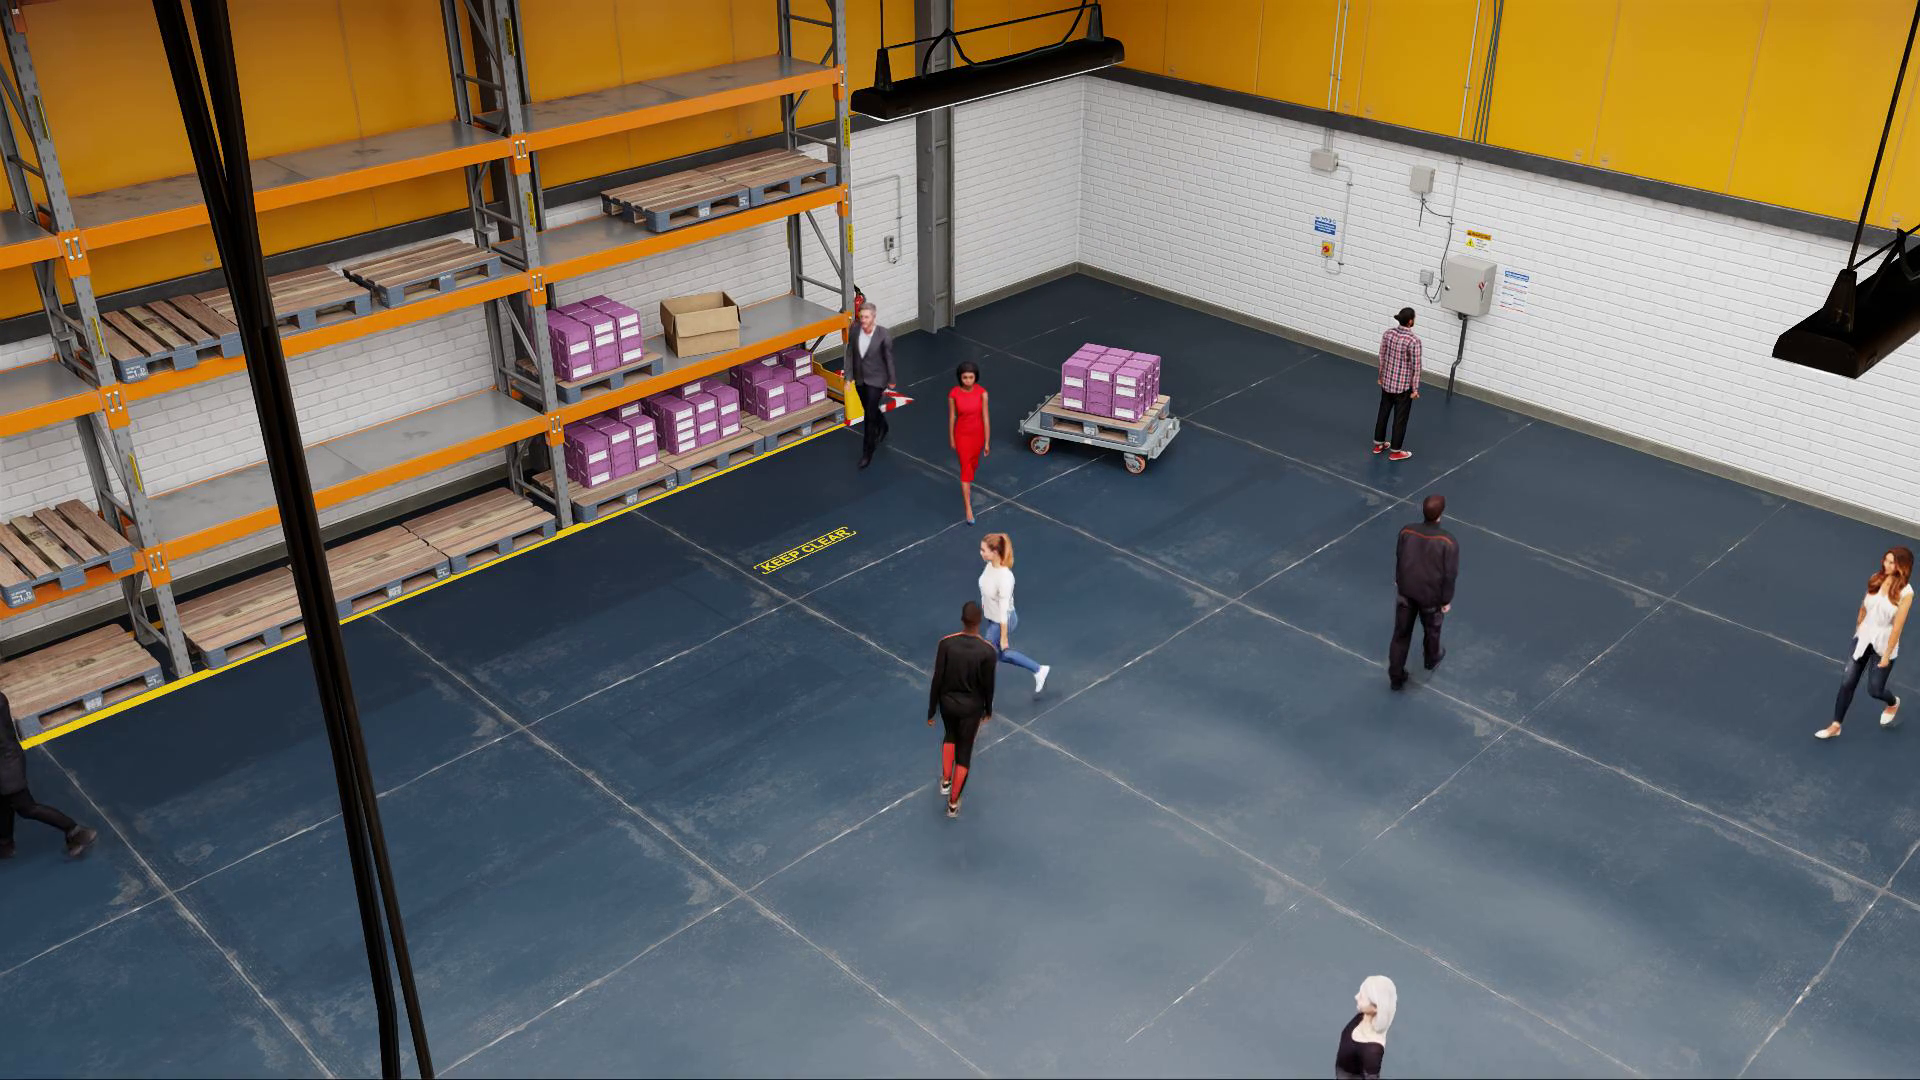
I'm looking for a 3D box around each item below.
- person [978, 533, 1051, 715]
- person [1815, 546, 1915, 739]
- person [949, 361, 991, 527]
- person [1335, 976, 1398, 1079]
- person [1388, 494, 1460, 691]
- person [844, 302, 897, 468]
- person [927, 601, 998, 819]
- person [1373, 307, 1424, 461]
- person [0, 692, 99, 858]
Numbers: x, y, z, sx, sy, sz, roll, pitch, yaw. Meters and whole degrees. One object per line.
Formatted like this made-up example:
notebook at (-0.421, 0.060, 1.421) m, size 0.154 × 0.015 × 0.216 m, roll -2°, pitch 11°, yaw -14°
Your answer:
person at (0.428, 0.698, 14.039) m, size 1.135 × 1.701 × 0.992 m, roll -7°, pitch 29°, yaw -13°
person at (7.589, 0.860, 13.670) m, size 1.086 × 1.769 × 0.829 m, roll -11°, pitch 31°, yaw -20°
person at (0.092, -1.074, 17.285) m, size 1.090 × 1.702 × 1.024 m, roll -5°, pitch 29°, yaw -10°
person at (2.309, 3.176, 9.376) m, size 0.932 × 1.815 × 0.942 m, roll 6°, pitch 29°, yaw 10°
person at (3.925, 0.494, 14.296) m, size 0.854 × 1.811 × 1.055 m, roll 18°, pitch 34°, yaw 30°
person at (-0.985, -1.814, 18.549) m, size 0.927 × 1.791 × 1.270 m, roll 13°, pitch 31°, yaw 22°
person at (-0.006, 1.348, 12.766) m, size 0.853 × 1.779 × 0.908 m, roll 5°, pitch 29°, yaw 8°
person at (4.868, -1.757, 18.476) m, size 0.598 × 1.761 × 0.719 m, roll -21°, pitch 35°, yaw -34°
person at (-6.938, 1.655, 12.233) m, size 1.222 × 1.751 × 1.005 m, roll -8°, pitch 30°, yaw -14°
